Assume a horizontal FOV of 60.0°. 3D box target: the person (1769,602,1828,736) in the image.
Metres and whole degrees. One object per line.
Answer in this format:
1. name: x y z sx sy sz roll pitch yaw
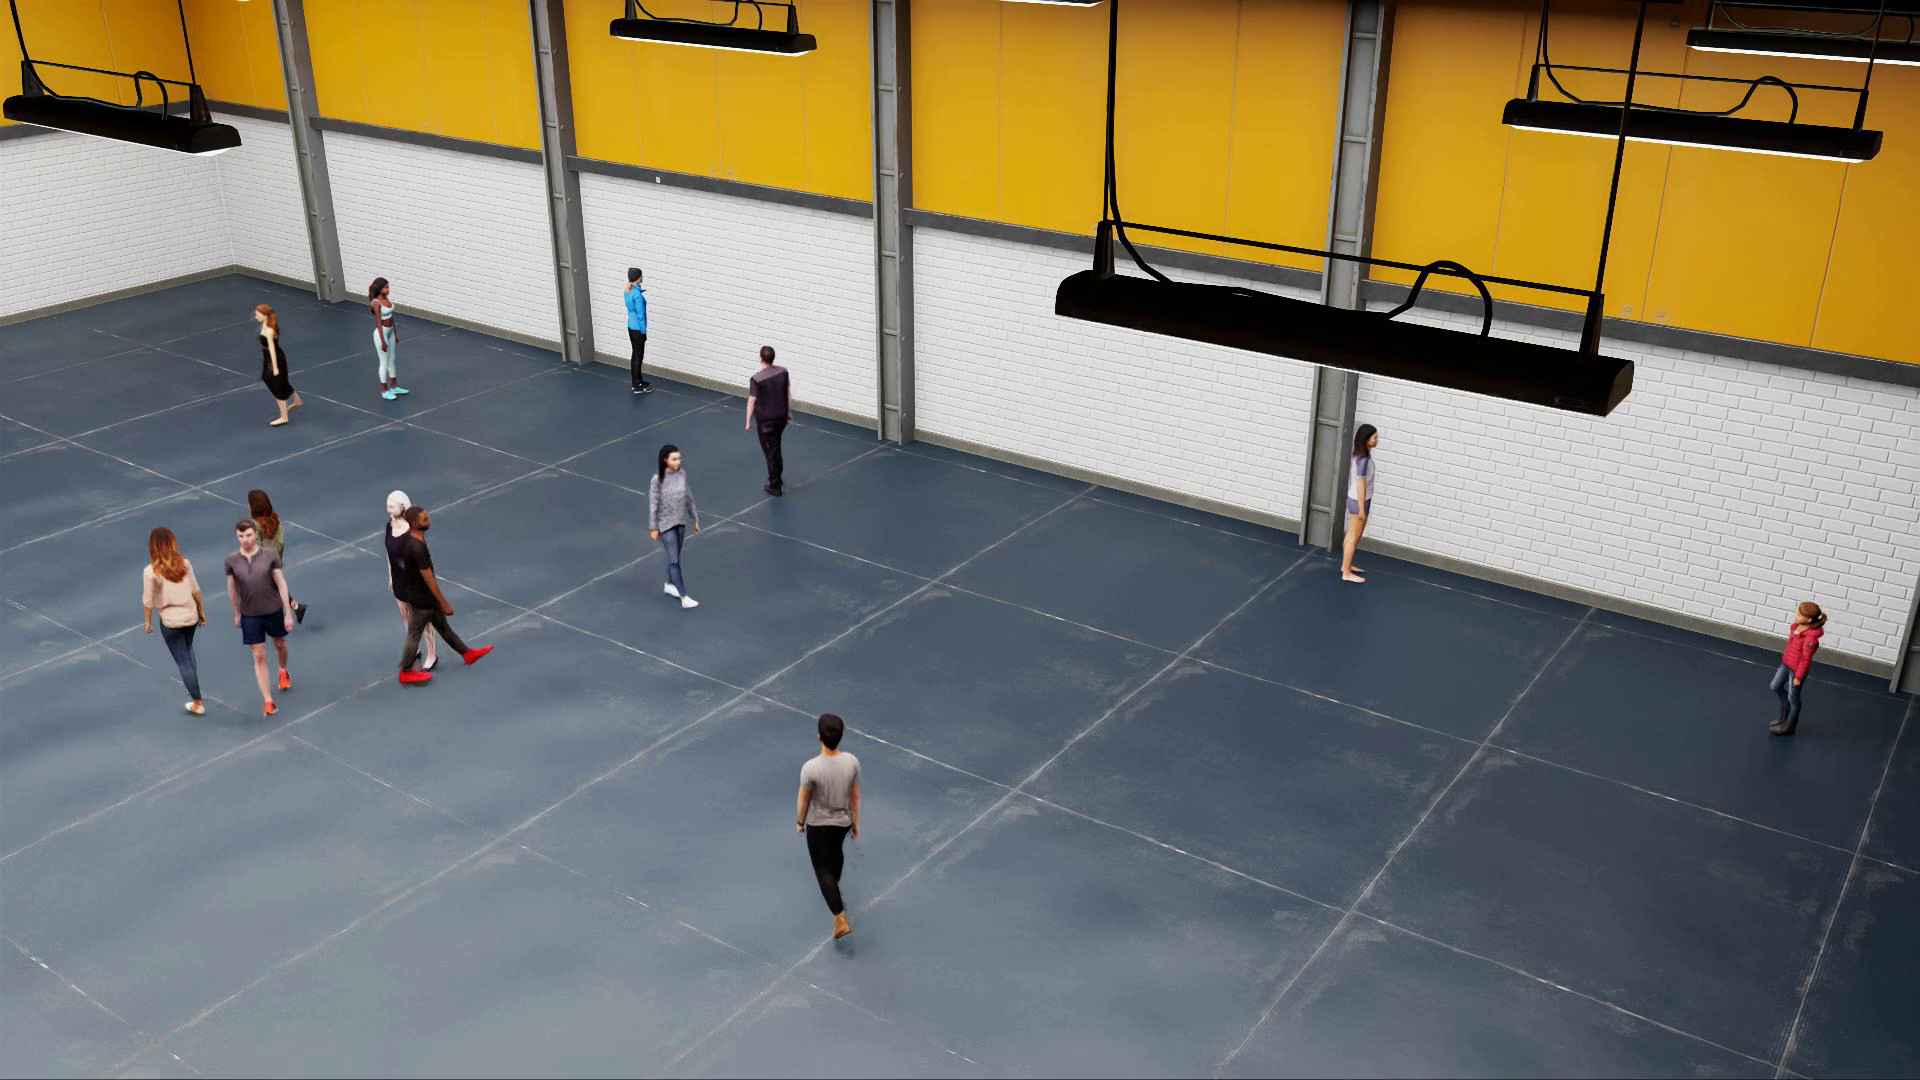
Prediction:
1. person: 7.440 1.134 14.675 0.650 1.309 0.618 1 24 2

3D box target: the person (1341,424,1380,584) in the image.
1. person: 4.250 -0.413 17.686 0.624 1.733 0.650 5 24 10

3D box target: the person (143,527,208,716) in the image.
1. person: -6.978 0.760 14.959 0.728 1.768 0.665 18 29 35

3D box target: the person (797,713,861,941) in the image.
1. person: -0.931 2.080 12.032 0.955 1.694 1.184 -11 26 -24

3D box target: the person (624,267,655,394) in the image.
1. person: -4.562 -2.973 23.462 0.746 1.798 0.626 -12 26 -25

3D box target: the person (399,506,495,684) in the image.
1. person: -5.089 0.549 15.436 1.127 1.772 1.173 -10 26 -22

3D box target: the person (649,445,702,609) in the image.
1. person: -3.018 -0.187 17.193 0.968 1.713 0.724 21 31 39

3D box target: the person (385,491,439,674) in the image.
1. person: -5.211 0.392 15.725 0.470 1.829 0.668 13 27 27

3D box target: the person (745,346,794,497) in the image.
1. person: -2.196 -1.404 19.821 0.819 1.838 0.807 -19 30 -37

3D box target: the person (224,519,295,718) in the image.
1. person: -6.345 0.643 15.190 1.136 1.797 1.289 -7 25 -16

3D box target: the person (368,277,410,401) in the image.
1. person: -8.027 -2.828 23.221 0.653 1.724 0.639 4 24 9

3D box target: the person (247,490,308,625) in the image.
1. person: -6.858 0.197 16.629 0.943 1.461 0.786 5 24 11

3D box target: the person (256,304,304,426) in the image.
1. person: -9.185 -2.372 22.328 1.003 1.604 0.880 -10 25 -21
